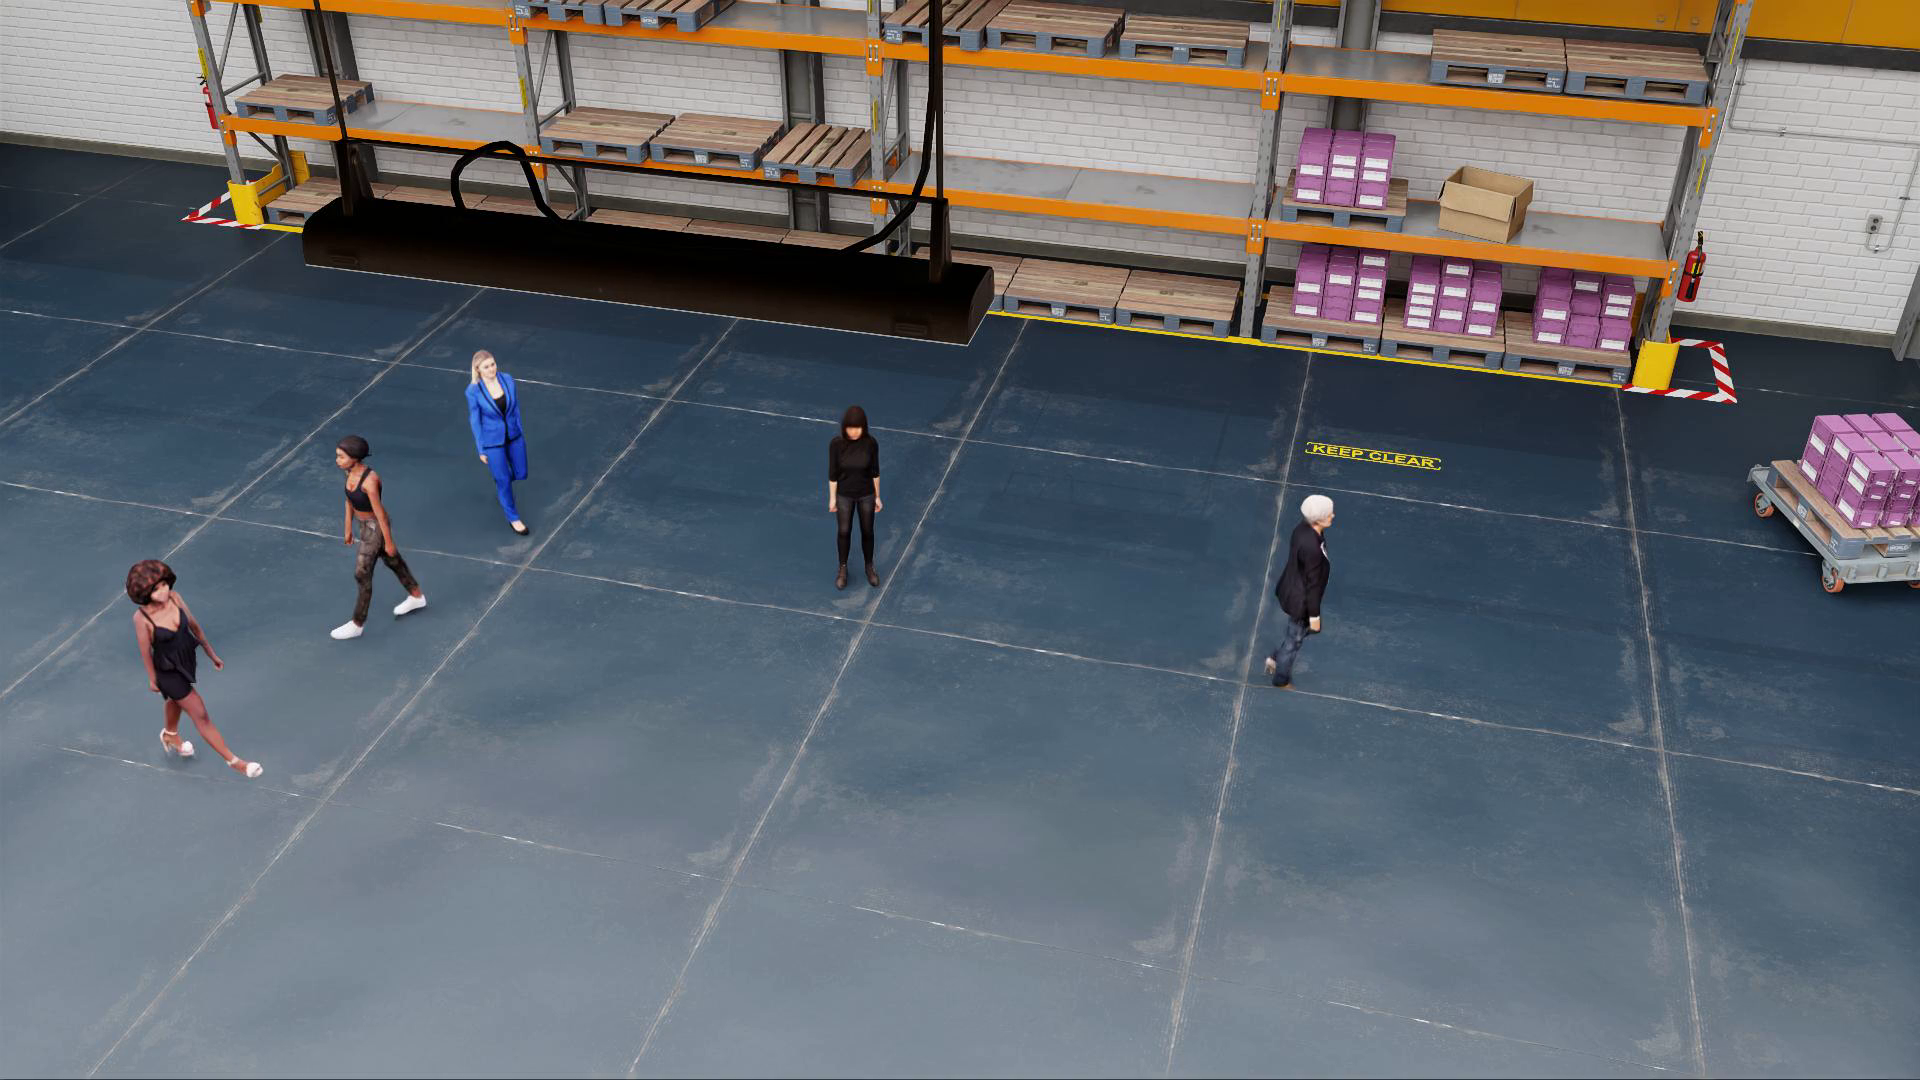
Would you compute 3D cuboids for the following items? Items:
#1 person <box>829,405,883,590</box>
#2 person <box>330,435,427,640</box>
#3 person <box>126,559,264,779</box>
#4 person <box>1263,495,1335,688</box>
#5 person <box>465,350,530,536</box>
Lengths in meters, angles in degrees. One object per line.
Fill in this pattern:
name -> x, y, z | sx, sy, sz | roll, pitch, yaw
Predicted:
person -> -0.841, -0.371, 13.317 | 0.560, 1.640, 0.699 | -4, 34, -6
person -> -4.444, -0.090, 12.870 | 1.032, 1.667, 1.055 | -25, 41, -33
person -> -5.411, 0.877, 11.356 | 1.120, 1.732, 0.559 | 9, 35, 14
person -> 2.426, 0.445, 12.225 | 0.622, 1.773, 0.748 | 7, 34, 10
person -> -3.916, -0.851, 13.999 | 0.859, 1.685, 0.966 | -28, 43, -35
